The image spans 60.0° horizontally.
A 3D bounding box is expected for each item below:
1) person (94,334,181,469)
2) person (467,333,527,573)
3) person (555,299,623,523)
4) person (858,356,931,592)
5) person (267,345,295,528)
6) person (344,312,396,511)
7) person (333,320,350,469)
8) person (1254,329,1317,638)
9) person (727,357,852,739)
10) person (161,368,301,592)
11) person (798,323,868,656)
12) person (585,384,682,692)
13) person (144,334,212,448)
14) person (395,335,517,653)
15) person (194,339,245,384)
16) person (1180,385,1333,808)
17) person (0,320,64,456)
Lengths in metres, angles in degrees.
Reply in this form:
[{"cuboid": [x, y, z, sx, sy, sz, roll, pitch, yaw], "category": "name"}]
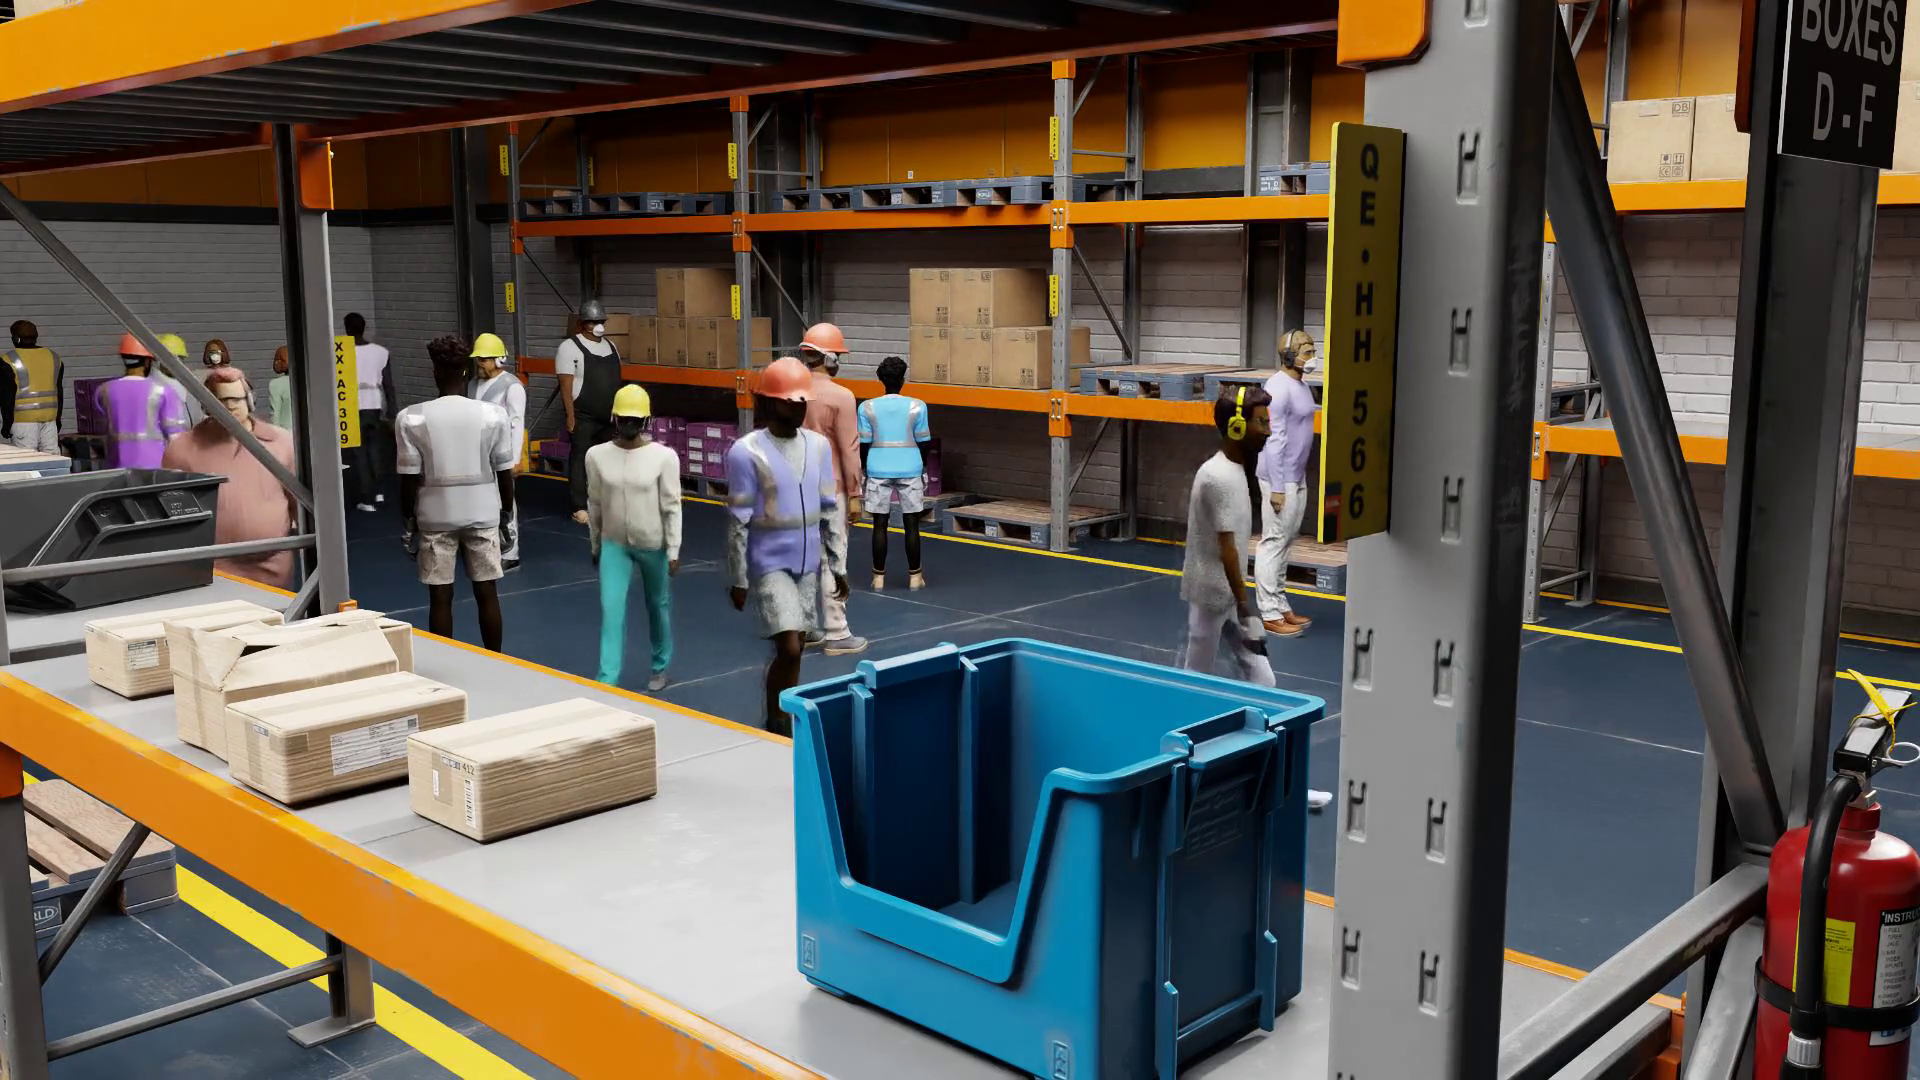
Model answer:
[{"cuboid": [-5.726, -0.499, 11.570, 0.552, 1.893, 0.951, -1, 9, -5], "category": "person"}, {"cuboid": [-3.578, -0.667, 12.754, 0.601, 1.830, 0.404, 7, 12, 37], "category": "person"}, {"cuboid": [-3.331, -1.185, 15.279, 0.535, 2.000, 0.673, 7, 11, 36], "category": "person"}, {"cuboid": [-0.472, -0.467, 11.937, 0.531, 1.692, 0.320, 0, 9, 0], "category": "person"}, {"cuboid": [-5.978, -0.926, 14.934, 0.288, 1.634, 0.499, 5, 11, 29], "category": "person"}, {"cuboid": [-5.779, -1.231, 15.998, 0.609, 1.896, 0.594, -9, 13, -43], "category": "person"}, {"cuboid": [-7.346, -1.766, 19.252, 0.407, 1.905, 0.655, -7, 12, -37], "category": "person"}, {"cuboid": [2.078, -0.366, 10.567, 0.378, 1.940, 0.629, 4, 10, 25], "category": "person"}, {"cuboid": [-0.753, 0.126, 7.638, 0.577, 1.919, 0.543, 9, 13, 44], "category": "person"}, {"cuboid": [-3.384, 0.114, 7.889, 0.651, 1.864, 0.987, -6, 11, -33], "category": "person"}, {"cuboid": [-0.829, -0.307, 10.039, 0.623, 1.989, 0.400, 7, 11, 36], "category": "person"}, {"cuboid": [-1.730, 0.032, 8.813, 0.528, 1.707, 0.940, 0, 9, 2], "category": "person"}, {"cuboid": [-6.389, -0.794, 13.690, 0.953, 1.772, 0.591, 4, 10, 26], "category": "person"}, {"cuboid": [-2.694, -0.111, 8.924, 0.613, 1.963, 0.361, -4, 10, -23], "category": "person"}, {"cuboid": [-7.203, -1.134, 16.198, 0.505, 1.636, 0.279, -1, 9, -7], "category": "person"}, {"cuboid": [1.189, 0.287, 6.919, 0.874, 1.830, 0.540, 3, 10, 19], "category": "person"}, {"cuboid": [-8.663, -1.123, 15.510, 0.429, 1.844, 0.626, 4, 10, 23], "category": "person"}]
